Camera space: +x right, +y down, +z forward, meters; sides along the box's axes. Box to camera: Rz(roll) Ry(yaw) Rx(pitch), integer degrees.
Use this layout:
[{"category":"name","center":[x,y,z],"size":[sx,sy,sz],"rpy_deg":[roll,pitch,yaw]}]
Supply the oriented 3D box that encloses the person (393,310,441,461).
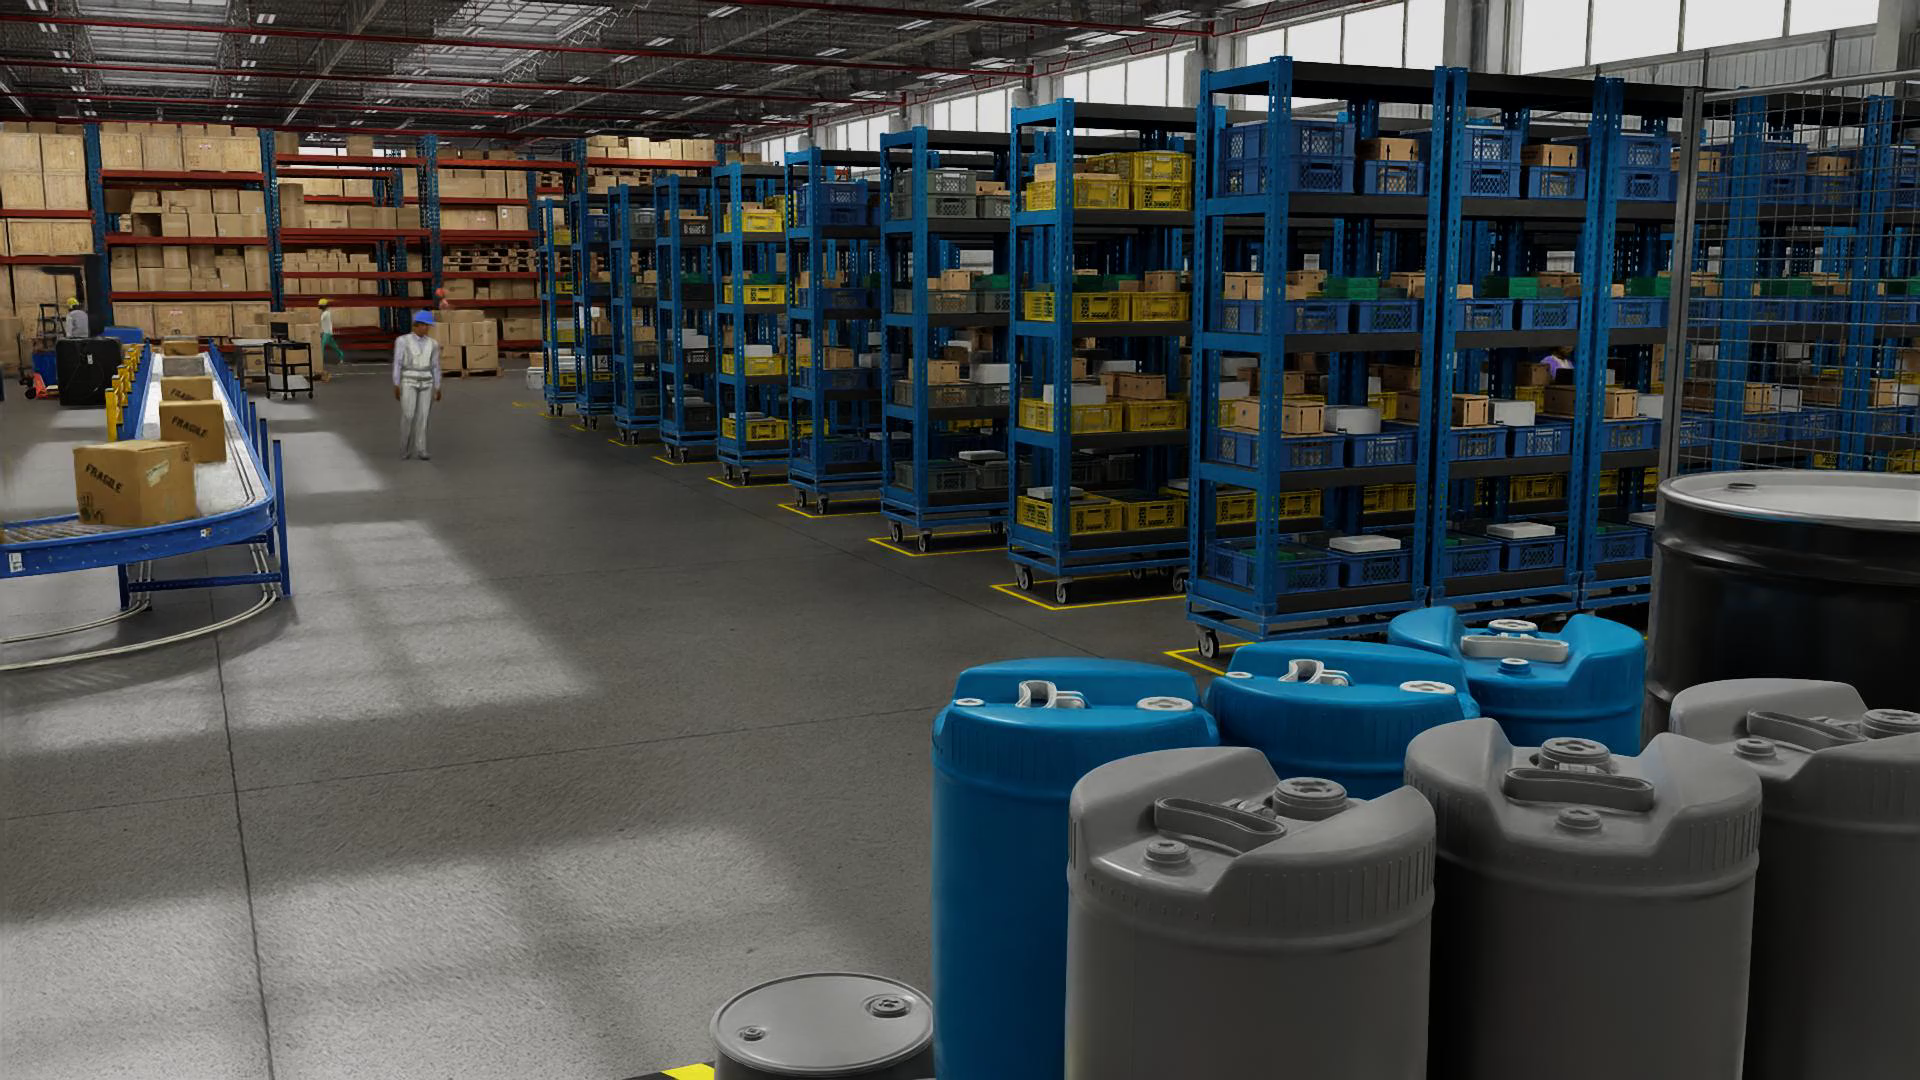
[{"category":"person","center":[-6.960,-1.981,21.317],"size":[0.414,1.941,0.624],"rpy_deg":[8,12,40]}]

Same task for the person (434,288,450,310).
[{"category":"person","center":[-13.856,-5.729,44.423],"size":[0.525,1.973,0.651],"rpy_deg":[-4,10,-25]}]

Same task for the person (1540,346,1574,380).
[{"category":"person","center":[5.980,-1.199,16.754],"size":[0.390,1.838,0.563],"rpy_deg":[8,12,42]}]

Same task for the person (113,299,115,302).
[{"category":"person","center":[-23.411,-5.903,46.044],"size":[0.887,1.795,0.624],"rpy_deg":[-3,10,-20]}]

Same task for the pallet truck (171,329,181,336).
[{"category":"pallet truck","center":[-17.275,-3.851,35.096],"size":[1.601,1.201,0.680],"rpy_deg":[0,9,1]}]

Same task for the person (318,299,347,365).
[{"category":"person","center":[-16.359,-5.378,43.060],"size":[0.914,1.727,0.522],"rpy_deg":[-4,10,-25]}]

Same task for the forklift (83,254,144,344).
[{"category":"forklift","center":[-20.213,-5.297,38.952],"size":[1.873,2.768,1.129],"rpy_deg":[-4,10,-25]}]

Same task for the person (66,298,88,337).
[{"category":"person","center":[-20.249,-4.635,38.134],"size":[0.404,1.826,0.591],"rpy_deg":[3,10,16]}]

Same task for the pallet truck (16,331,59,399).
[{"category":"pallet truck","center":[-17.082,-3.353,31.781],"size":[1.630,1.274,0.653],"rpy_deg":[-4,10,-25]}]
